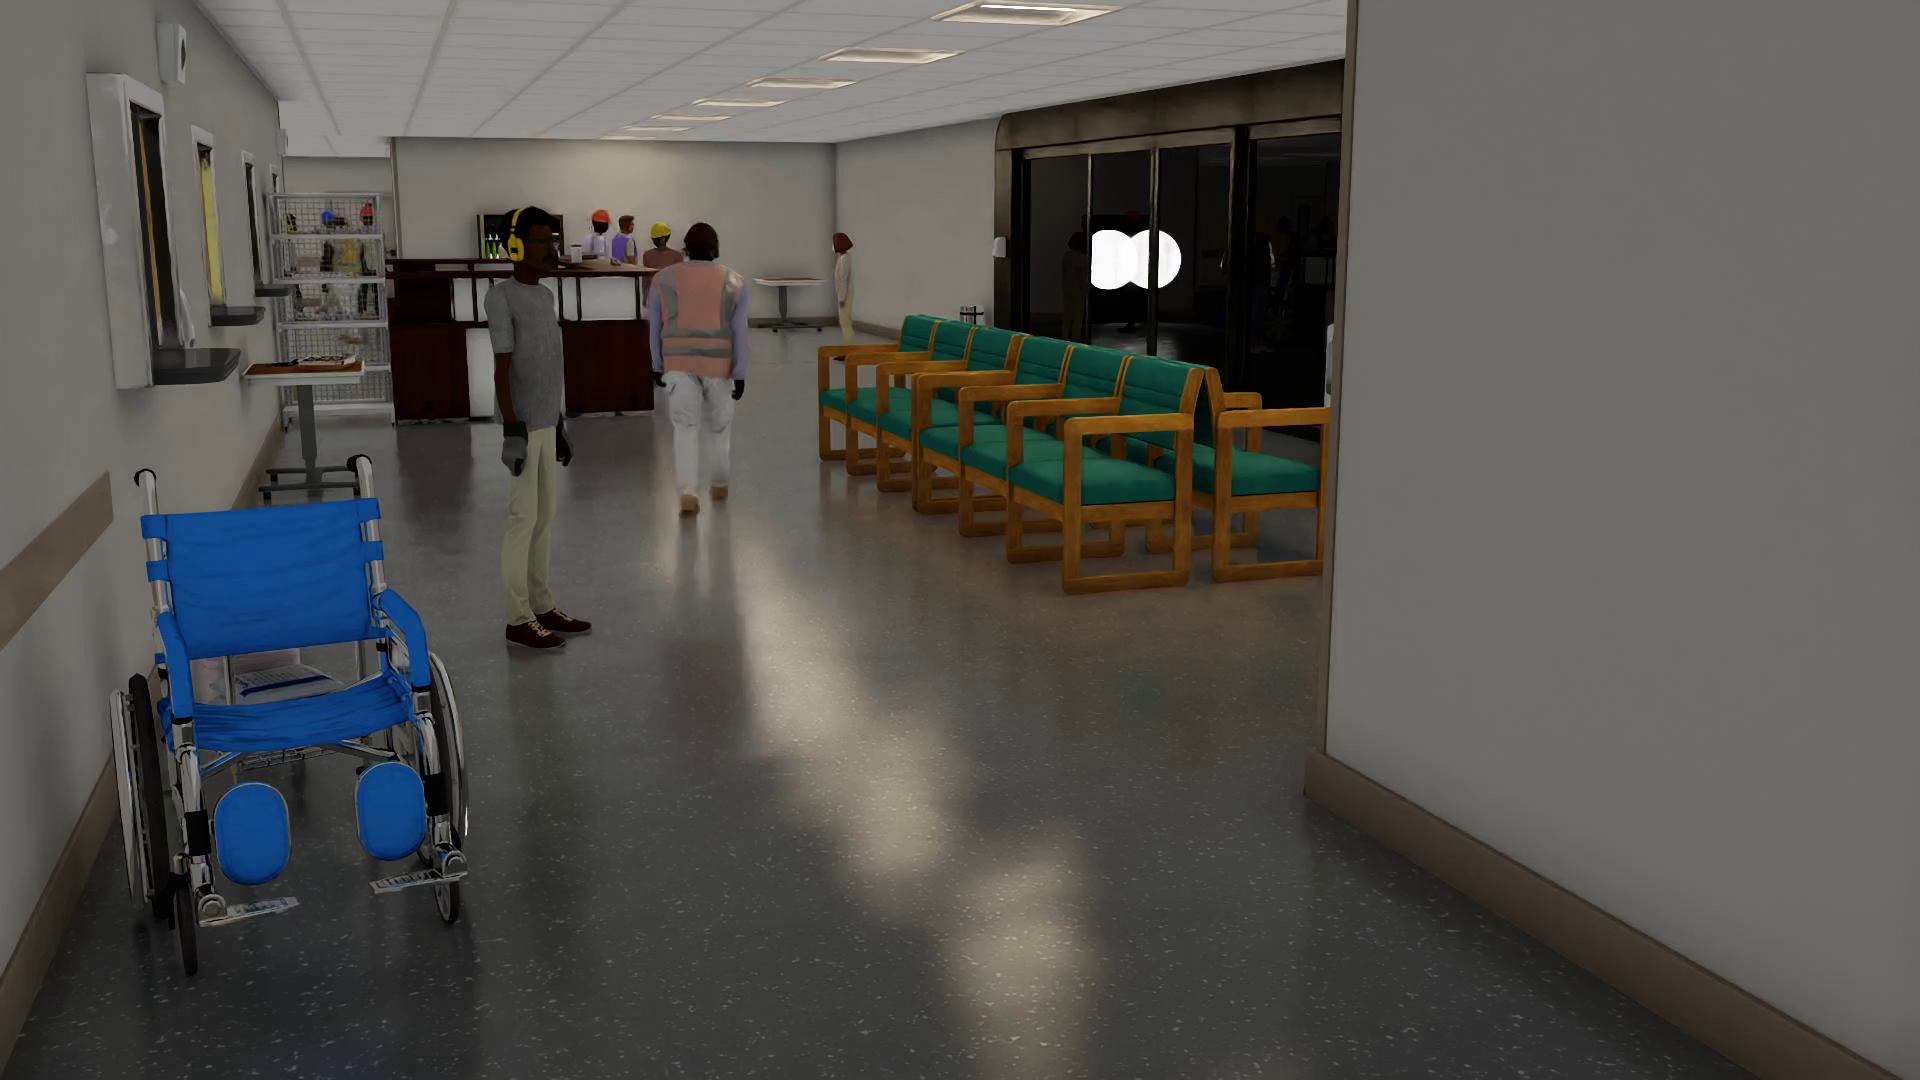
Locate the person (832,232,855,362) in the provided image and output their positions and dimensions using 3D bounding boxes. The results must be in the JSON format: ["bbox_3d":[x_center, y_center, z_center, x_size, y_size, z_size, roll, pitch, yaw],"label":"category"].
[{"bbox_3d":[-1.484,-3.091,21.189,0.285,1.627,0.504,0,11,0],"label":"person"}]

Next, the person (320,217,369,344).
[{"bbox_3d":[-8.973,-3.748,24.062,0.815,1.809,0.656,8,14,36],"label":"person"}]

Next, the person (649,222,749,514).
[{"bbox_3d":[-1.633,-1.082,10.436,0.619,1.800,0.959,-2,11,-8],"label":"person"}]

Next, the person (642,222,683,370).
[{"bbox_3d":[-3.542,-2.888,19.792,0.523,1.761,0.328,2,11,12],"label":"person"}]

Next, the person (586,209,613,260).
[{"bbox_3d":[-5.093,-3.706,23.555,0.417,1.917,0.574,-6,12,-26],"label":"person"}]

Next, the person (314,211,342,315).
[{"bbox_3d":[-11.723,-5.142,30.935,0.618,1.908,0.852,3,11,15],"label":"person"}]

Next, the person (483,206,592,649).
[{"bbox_3d":[-1.819,-0.480,7.141,0.329,1.875,0.507,2,11,10],"label":"person"}]

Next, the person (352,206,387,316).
[{"bbox_3d":[-9.833,-4.553,27.722,0.609,1.995,0.378,-10,15,-41],"label":"person"}]

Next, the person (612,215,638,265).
[{"bbox_3d":[-4.946,-3.870,24.605,0.387,1.846,0.566,-9,14,-39],"label":"person"}]
